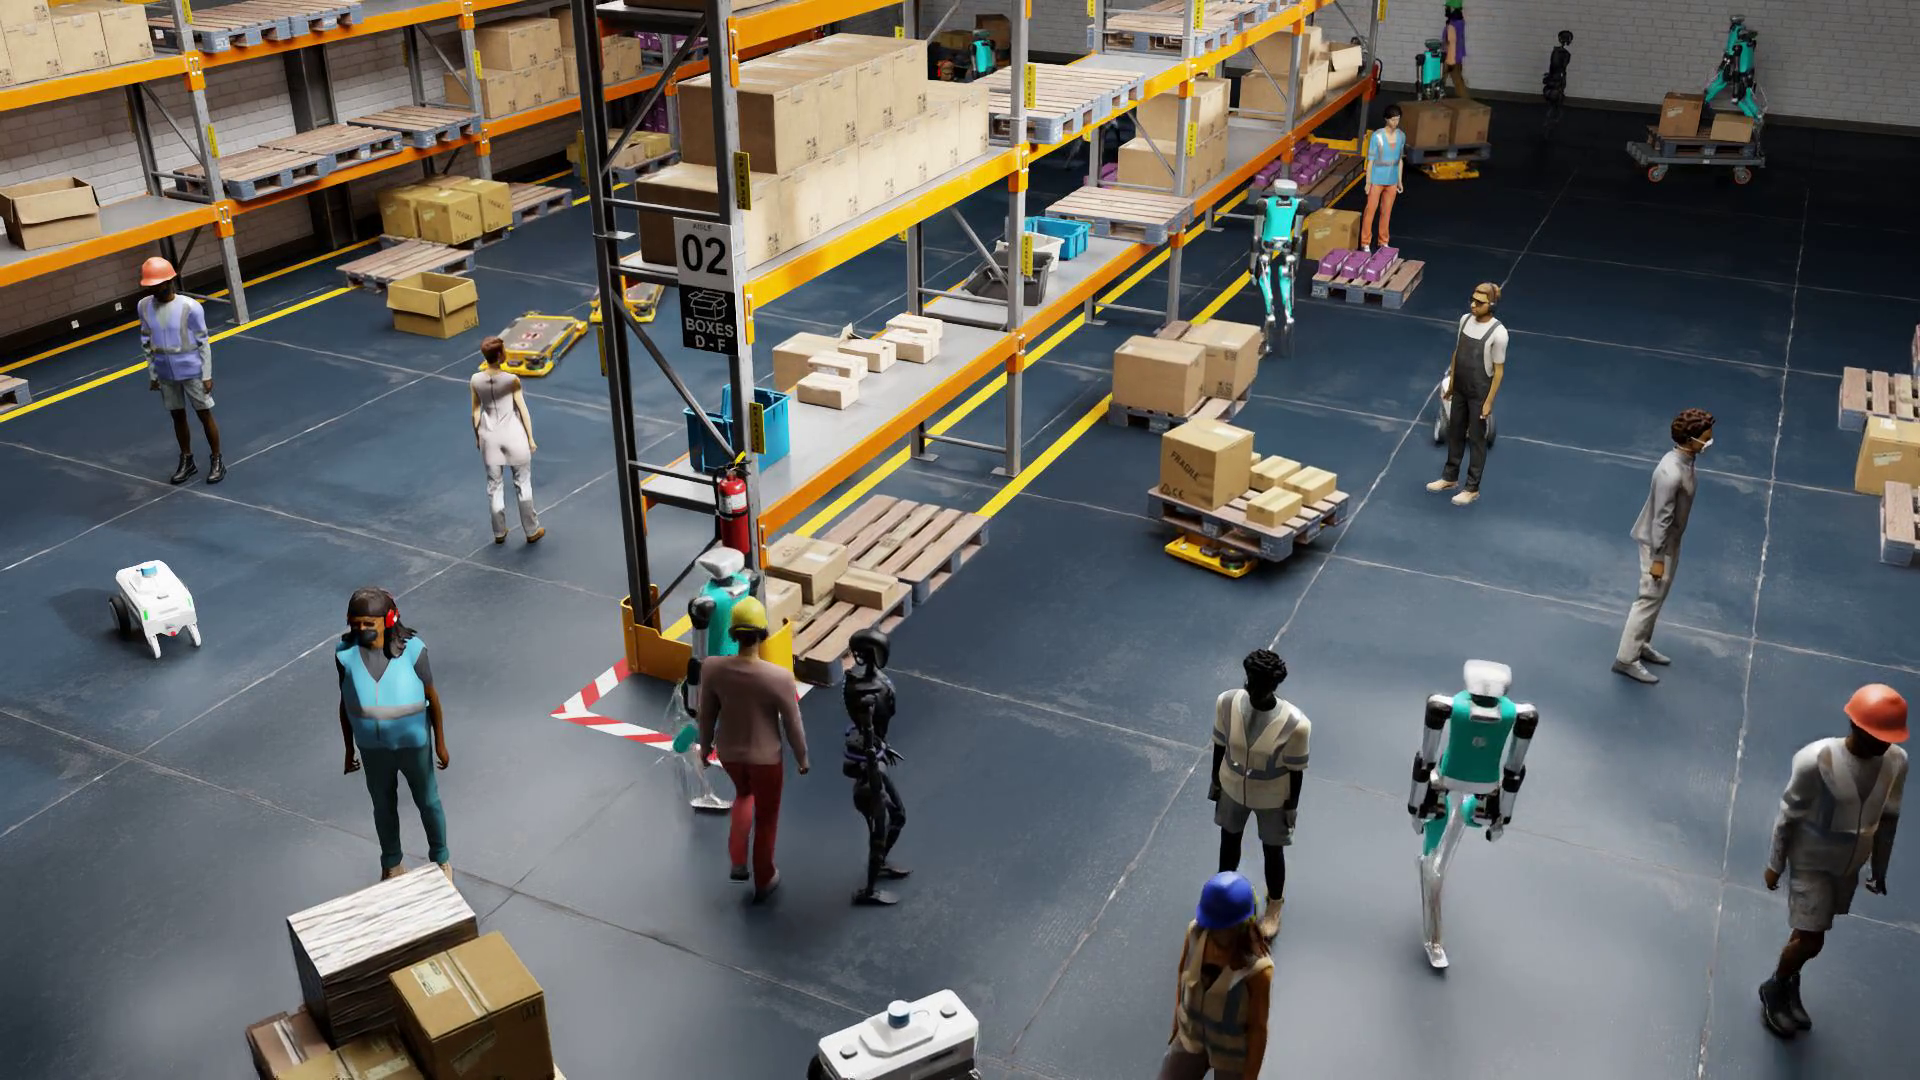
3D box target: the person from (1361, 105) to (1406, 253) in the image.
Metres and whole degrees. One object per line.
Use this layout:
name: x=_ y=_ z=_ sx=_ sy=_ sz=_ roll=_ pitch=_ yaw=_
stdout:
person: x=5.013 y=-4.248 z=19.672 sx=0.488 sy=1.766 sz=0.326 roll=-7 pitch=27 yaw=-14

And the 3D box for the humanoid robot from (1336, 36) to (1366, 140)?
humanoid robot: x=5.754 y=-6.583 z=24.520 sx=0.613 sy=1.644 sz=0.606 roll=8 pitch=27 yaw=15

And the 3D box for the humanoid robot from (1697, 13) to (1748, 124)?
humanoid robot: x=11.592 y=-7.156 z=25.694 sx=0.782 sy=1.880 sz=0.561 roll=4 pitch=27 yaw=7

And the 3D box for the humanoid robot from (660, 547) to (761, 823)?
humanoid robot: x=-1.496 y=0.847 z=9.484 sx=0.735 sy=1.841 sz=0.554 roll=15 pitch=30 yaw=27

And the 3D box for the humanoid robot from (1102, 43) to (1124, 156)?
humanoid robot: x=2.240 y=-6.426 z=24.215 sx=0.770 sy=1.623 sz=0.584 roll=-10 pitch=28 yaw=-19

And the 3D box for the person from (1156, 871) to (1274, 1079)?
person: x=1.053 y=2.100 z=6.851 sx=0.478 sy=1.770 sz=0.381 roll=23 pitch=35 yaw=39

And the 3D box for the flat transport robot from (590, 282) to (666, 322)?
flat transport robot: x=-3.617 y=-2.684 z=18.199 sx=0.659 sy=0.231 sz=1.431 roll=-1 pitch=26 yaw=-2

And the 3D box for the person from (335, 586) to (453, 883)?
person: x=-2.983 y=1.082 z=8.791 sx=0.543 sy=1.865 sz=0.376 roll=-2 pitch=26 yaw=-5

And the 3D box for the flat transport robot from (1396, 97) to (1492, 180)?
flat transport robot: x=6.741 y=-5.395 z=23.675 sx=0.659 sy=0.231 sz=1.431 roll=-6 pitch=27 yaw=-12

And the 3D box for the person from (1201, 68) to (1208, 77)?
person: x=3.330 y=-5.575 z=22.429 sx=0.583 sy=1.692 sz=0.897 roll=15 pitch=30 yaw=28

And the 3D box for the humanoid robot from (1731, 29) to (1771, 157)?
humanoid robot: x=11.636 y=-6.468 z=24.266 sx=0.553 sy=1.838 sz=0.901 roll=-22 pitch=34 yaw=-37

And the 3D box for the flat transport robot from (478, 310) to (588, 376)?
flat transport robot: x=-4.299 y=-1.987 z=16.792 sx=0.659 sy=0.231 sz=1.431 roll=3 pitch=26 yaw=6

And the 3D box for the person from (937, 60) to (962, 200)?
person: x=-0.212 y=-5.371 z=21.860 sx=0.563 sy=1.838 sz=0.391 roll=-18 pitch=31 yaw=-32

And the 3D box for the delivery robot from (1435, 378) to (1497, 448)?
delivery robot: x=4.490 y=-1.154 z=14.808 sx=0.499 sy=0.613 sz=0.807 roll=4 pitch=27 yaw=7

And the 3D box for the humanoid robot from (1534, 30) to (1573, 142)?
humanoid robot: x=8.910 y=-6.789 z=24.907 sx=0.348 sy=1.649 sz=0.609 roll=-1 pitch=26 yaw=-2

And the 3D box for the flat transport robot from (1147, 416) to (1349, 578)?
flat transport robot: x=2.284 y=-0.109 z=12.998 sx=0.659 sy=0.231 sz=1.431 roll=22 pitch=34 yaw=37

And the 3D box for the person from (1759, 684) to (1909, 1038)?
person: x=4.128 y=1.535 z=7.810 sx=0.564 sy=1.924 sz=0.511 roll=-4 pitch=27 yaw=-9

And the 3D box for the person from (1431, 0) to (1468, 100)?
person: x=7.789 y=-7.701 z=26.524 sx=1.014 sy=1.876 sz=0.535 roll=17 pitch=31 yaw=30

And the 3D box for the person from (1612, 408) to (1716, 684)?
person: x=4.603 y=0.017 z=10.921 sx=0.399 sy=1.891 sz=0.545 roll=16 pitch=30 yaw=28

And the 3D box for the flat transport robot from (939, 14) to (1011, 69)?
flat transport robot: x=0.358 y=-8.714 z=30.380 sx=1.431 sy=0.231 sz=0.659 roll=21 pitch=33 yaw=36

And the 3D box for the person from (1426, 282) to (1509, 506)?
person: x=4.115 y=-1.186 z=13.397 sx=0.346 sy=1.846 sz=0.505 roll=-13 pitch=29 yaw=-25

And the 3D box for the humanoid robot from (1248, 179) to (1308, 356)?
humanoid robot: x=3.162 y=-2.582 z=16.432 sx=0.557 sy=1.882 sz=0.661 roll=-4 pitch=27 yaw=-8

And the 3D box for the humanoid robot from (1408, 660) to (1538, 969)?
humanoid robot: x=2.569 y=1.272 z=8.631 sx=0.532 sy=1.776 sz=1.026 roll=4 pitch=27 yaw=8

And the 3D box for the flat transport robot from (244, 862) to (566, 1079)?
flat transport robot: x=-2.548 y=2.602 z=7.523 sx=1.431 sy=0.231 sz=0.659 roll=-18 pitch=32 yaw=-32

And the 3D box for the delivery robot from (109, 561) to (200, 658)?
delivery robot: x=-5.603 y=0.433 z=11.590 sx=0.499 sy=0.603 sz=0.794 roll=-20 pitch=32 yaw=-34

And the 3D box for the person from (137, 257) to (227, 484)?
person: x=-6.430 y=-1.388 z=13.704 sx=0.544 sy=1.938 sz=0.354 roll=1 pitch=26 yaw=1

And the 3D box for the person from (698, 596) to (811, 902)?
person: x=-1.093 y=1.118 z=8.850 sx=0.583 sy=1.732 sz=0.416 roll=8 pitch=27 yaw=15

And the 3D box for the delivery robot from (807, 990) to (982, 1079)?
delivery robot: x=-0.279 y=2.371 z=7.639 sx=0.747 sy=0.570 sz=0.499 roll=-14 pitch=30 yaw=-27

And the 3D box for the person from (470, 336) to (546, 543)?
person: x=-3.491 y=-0.758 z=12.734 sx=0.458 sy=1.652 sz=0.271 roll=1 pitch=26 yaw=2

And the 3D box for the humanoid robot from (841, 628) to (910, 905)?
humanoid robot: x=-0.432 y=1.198 z=8.759 sx=0.359 sy=1.649 sz=0.610 roll=0 pitch=26 yaw=0

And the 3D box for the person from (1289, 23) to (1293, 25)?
person: x=5.057 y=-7.136 z=25.391 sx=0.774 sy=1.869 sz=0.720 roll=3 pitch=26 yaw=5

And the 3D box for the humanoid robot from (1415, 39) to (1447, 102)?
humanoid robot: x=6.785 y=-6.103 z=23.554 sx=0.536 sy=1.848 sz=0.776 roll=-15 pitch=30 yaw=-28

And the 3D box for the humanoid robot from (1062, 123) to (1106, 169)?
humanoid robot: x=1.796 y=-5.981 z=23.332 sx=0.669 sy=1.649 sz=0.613 roll=-13 pitch=29 yaw=-24

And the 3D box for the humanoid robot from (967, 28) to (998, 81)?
humanoid robot: x=0.568 y=-6.529 z=24.314 sx=0.876 sy=1.770 sz=0.587 roll=21 pitch=33 yaw=36

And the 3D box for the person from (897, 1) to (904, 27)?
person: x=-0.956 y=-9.427 z=30.078 sx=0.365 sy=1.824 sz=0.514 roll=2 pitch=26 yaw=5

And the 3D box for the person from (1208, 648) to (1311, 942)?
person: x=1.521 y=1.293 z=8.565 sx=0.531 sy=1.690 sz=0.322 roll=16 pitch=31 yaw=29
